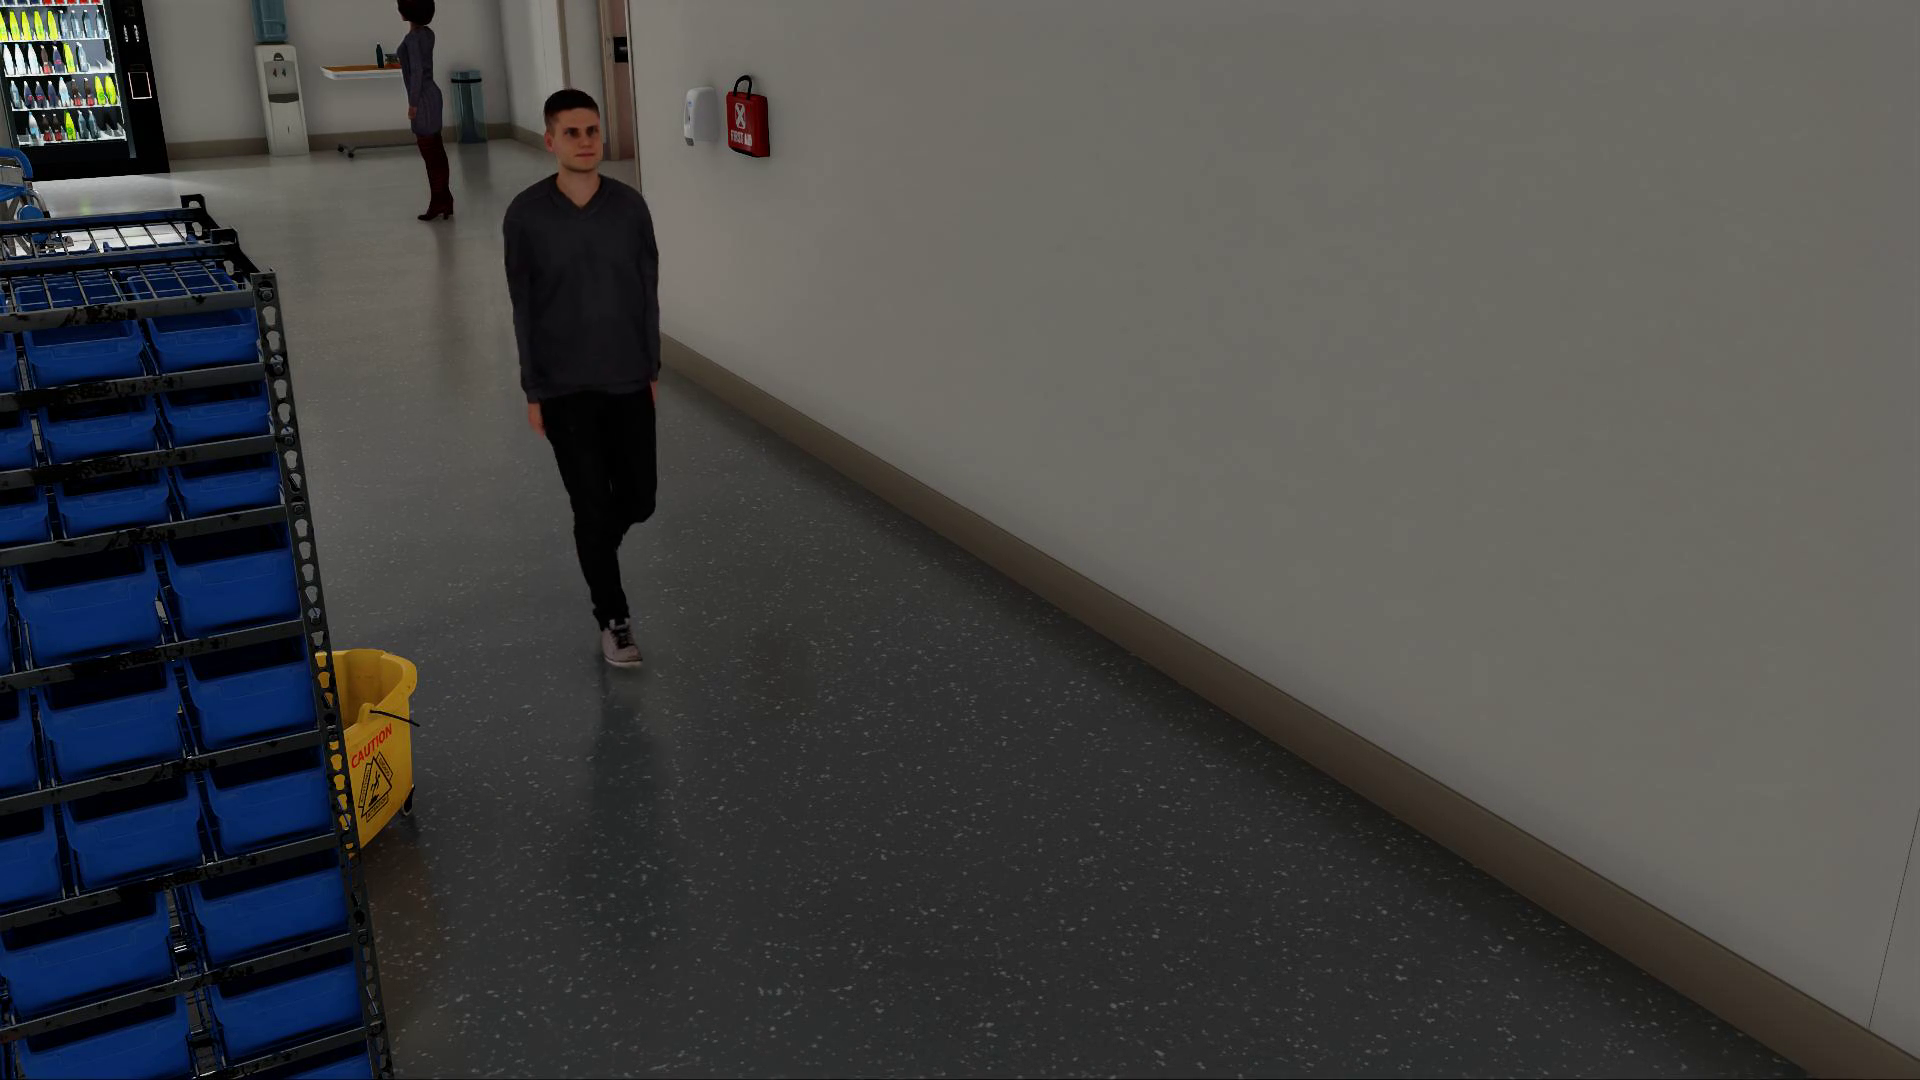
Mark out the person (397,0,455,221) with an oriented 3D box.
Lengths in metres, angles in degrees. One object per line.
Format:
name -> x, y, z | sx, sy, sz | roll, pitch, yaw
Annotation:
person -> -4.077, -3.325, 12.692 | 0.668, 1.711, 0.658 | 0, 21, 0

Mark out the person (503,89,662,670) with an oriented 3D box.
person -> -1.162, -0.496, 5.172 | 0.856, 1.746, 0.711 | -10, 23, -24
